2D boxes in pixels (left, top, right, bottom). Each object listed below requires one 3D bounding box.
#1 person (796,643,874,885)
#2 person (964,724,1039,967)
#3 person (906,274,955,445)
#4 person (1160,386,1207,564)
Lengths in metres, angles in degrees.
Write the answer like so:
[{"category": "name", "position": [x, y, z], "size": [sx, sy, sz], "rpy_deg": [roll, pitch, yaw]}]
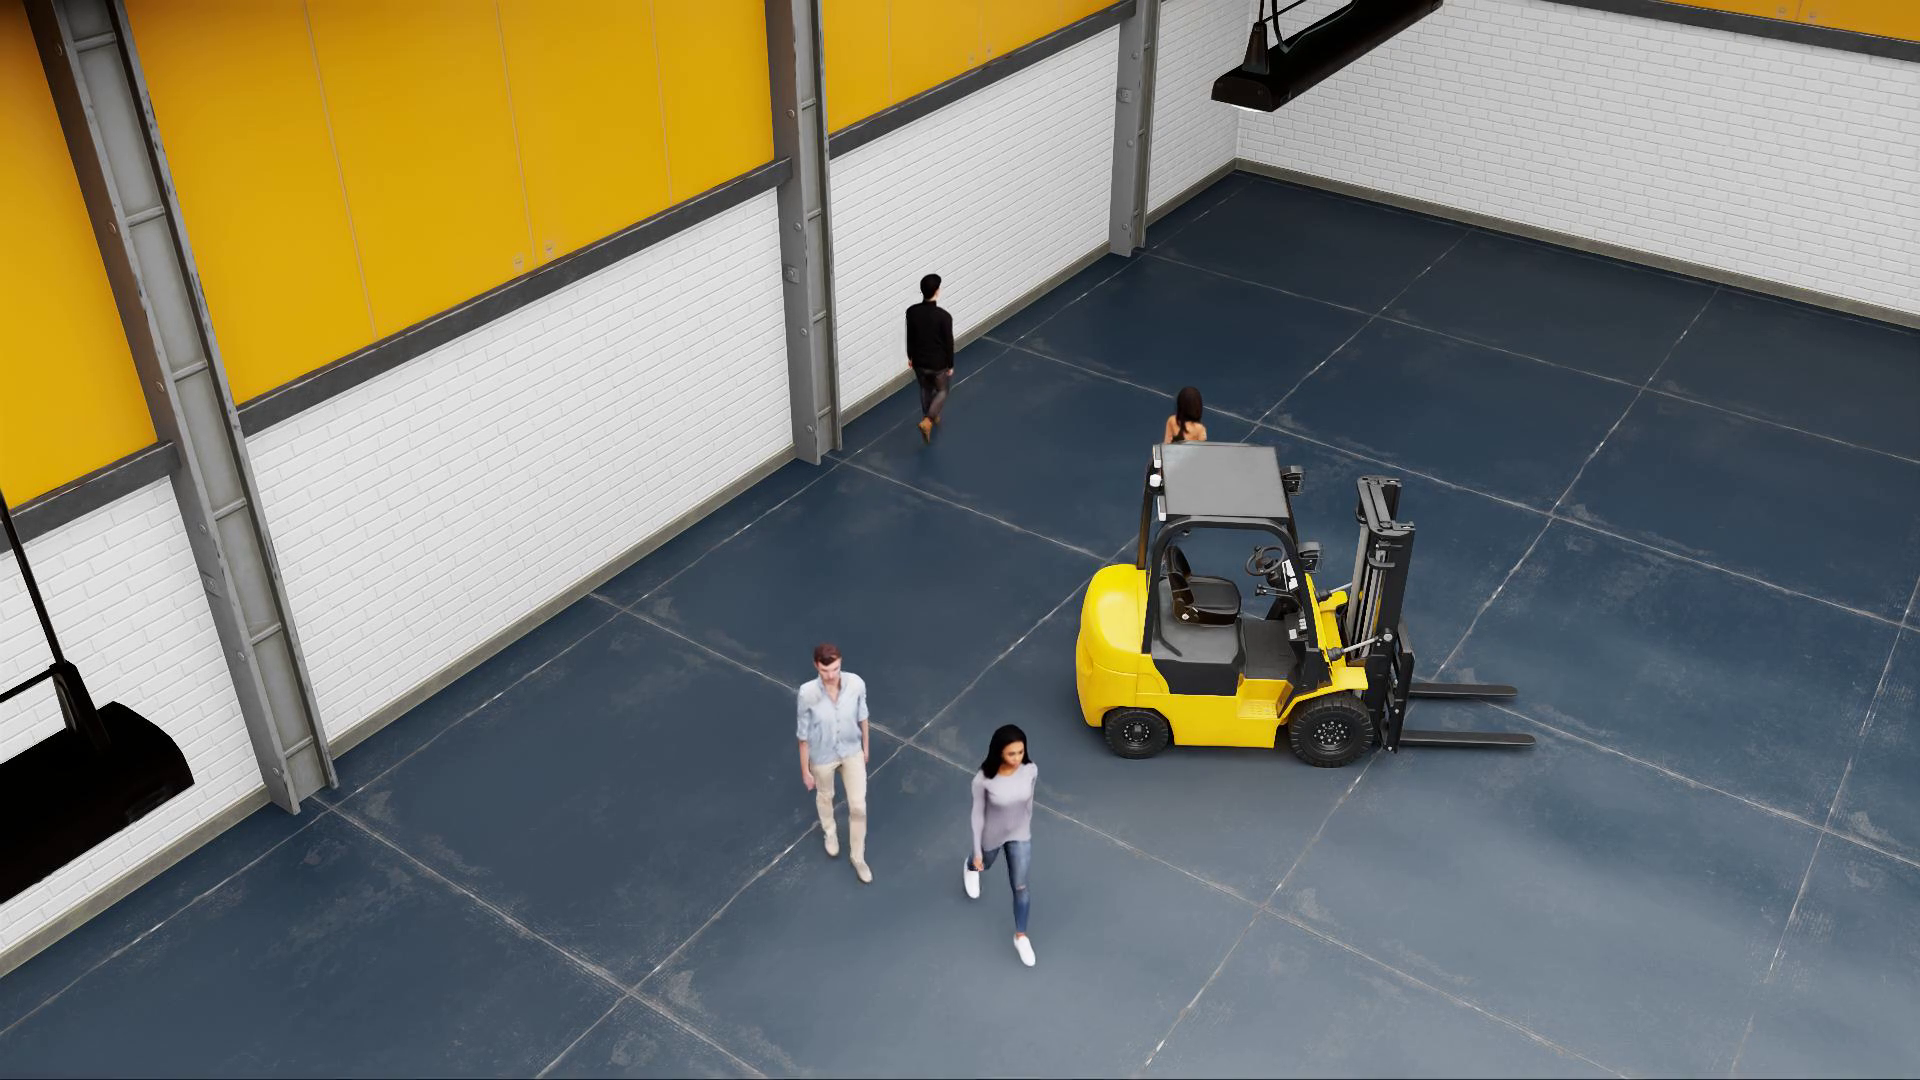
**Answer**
[{"category": "person", "position": [-0.867, 1.396, 11.305], "size": [0.964, 1.828, 1.008], "rpy_deg": [-8, 35, -12]}, {"category": "person", "position": [0.228, 1.854, 10.735], "size": [1.163, 1.695, 1.140], "rpy_deg": [-9, 35, -14]}, {"category": "person", "position": [-0.311, -1.742, 16.133], "size": [0.759, 1.709, 0.952], "rpy_deg": [13, 36, 19]}, {"category": "person", "position": [1.898, -0.530, 14.406], "size": [0.612, 1.602, 1.104], "rpy_deg": [25, 41, 32]}]
